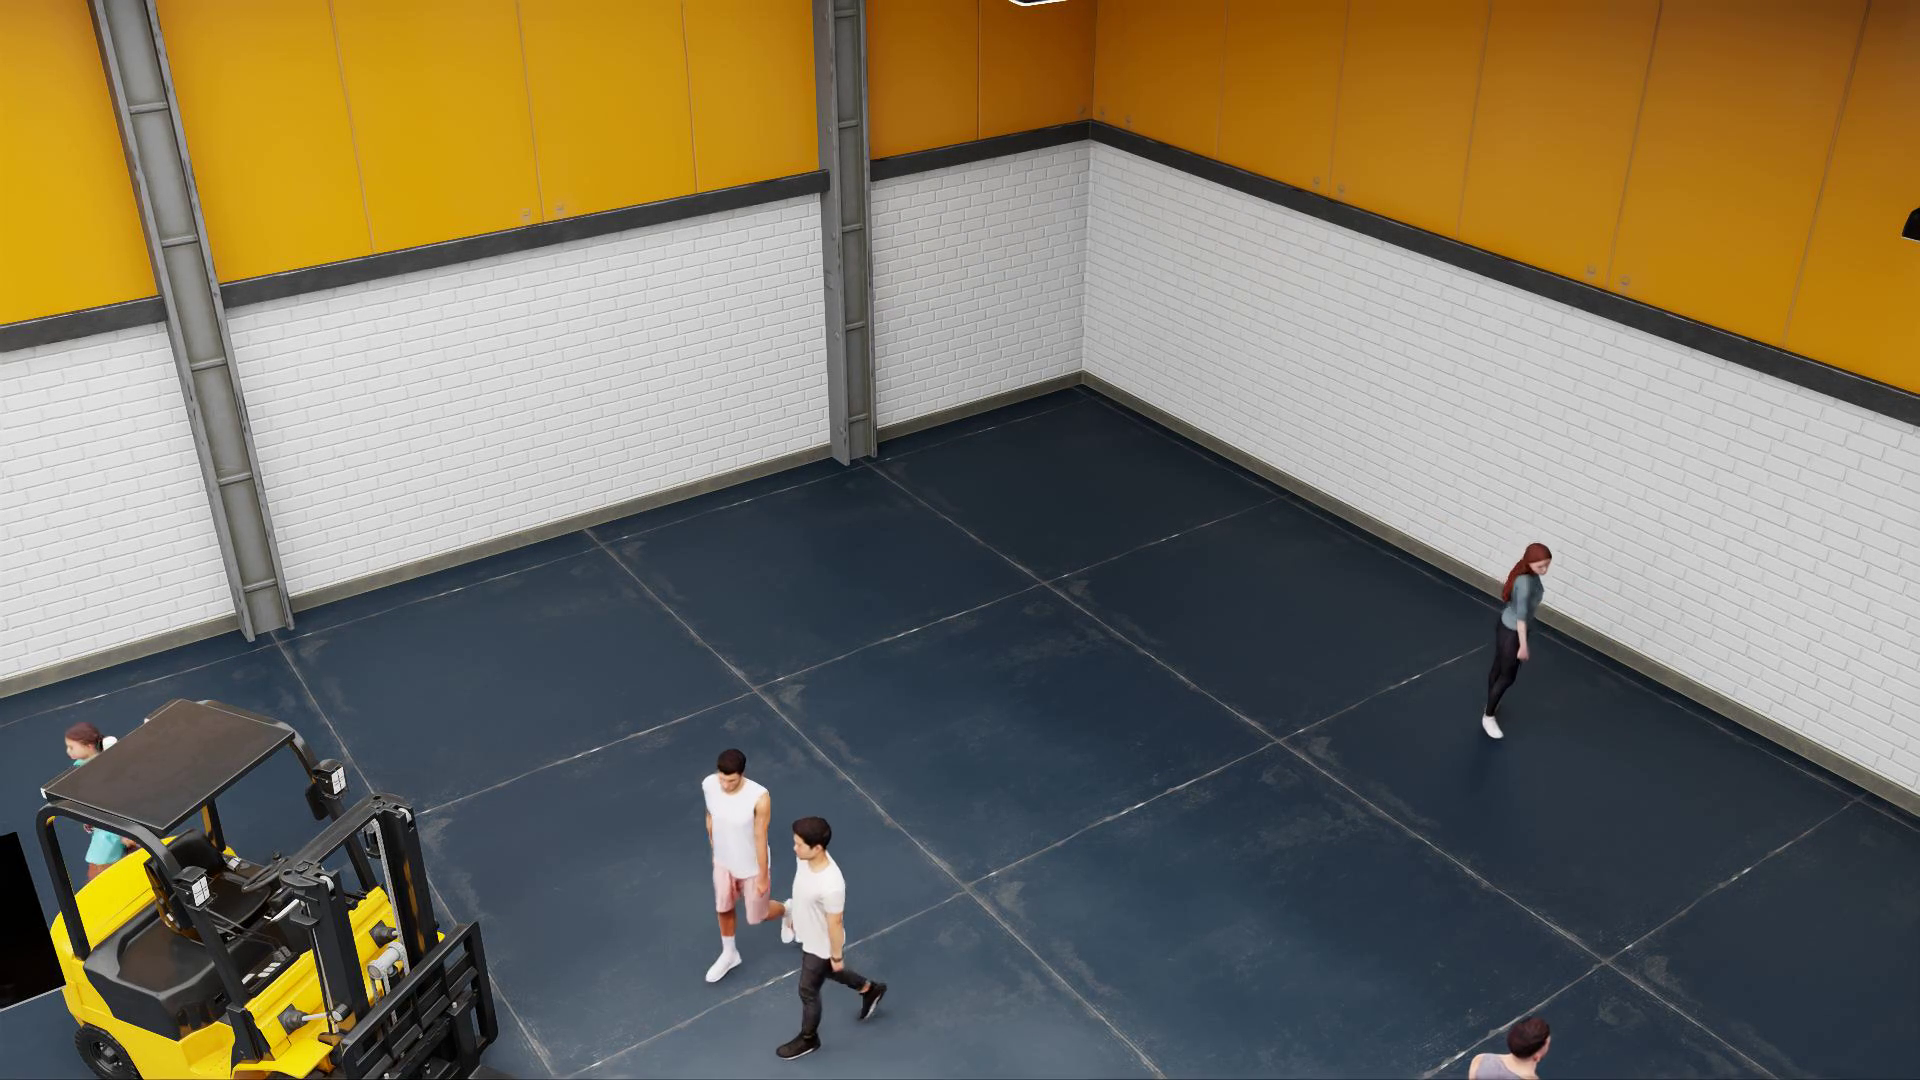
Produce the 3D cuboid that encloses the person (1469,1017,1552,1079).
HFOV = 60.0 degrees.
[{"bbox_3d":[2.684,3.084,8.284,0.566,1.845,0.621,-17,33,-29],"label":"person"}]

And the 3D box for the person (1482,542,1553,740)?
[{"bbox_3d":[4.247,0.691,12.804,0.835,1.718,0.704,3,29,6],"label":"person"}]

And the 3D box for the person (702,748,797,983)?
[{"bbox_3d":[-1.298,1.970,10.421,0.917,1.753,1.068,17,33,29],"label":"person"}]

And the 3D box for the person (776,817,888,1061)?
[{"bbox_3d":[-0.767,2.308,9.857,1.033,1.700,0.765,-12,31,-20],"label":"person"}]
